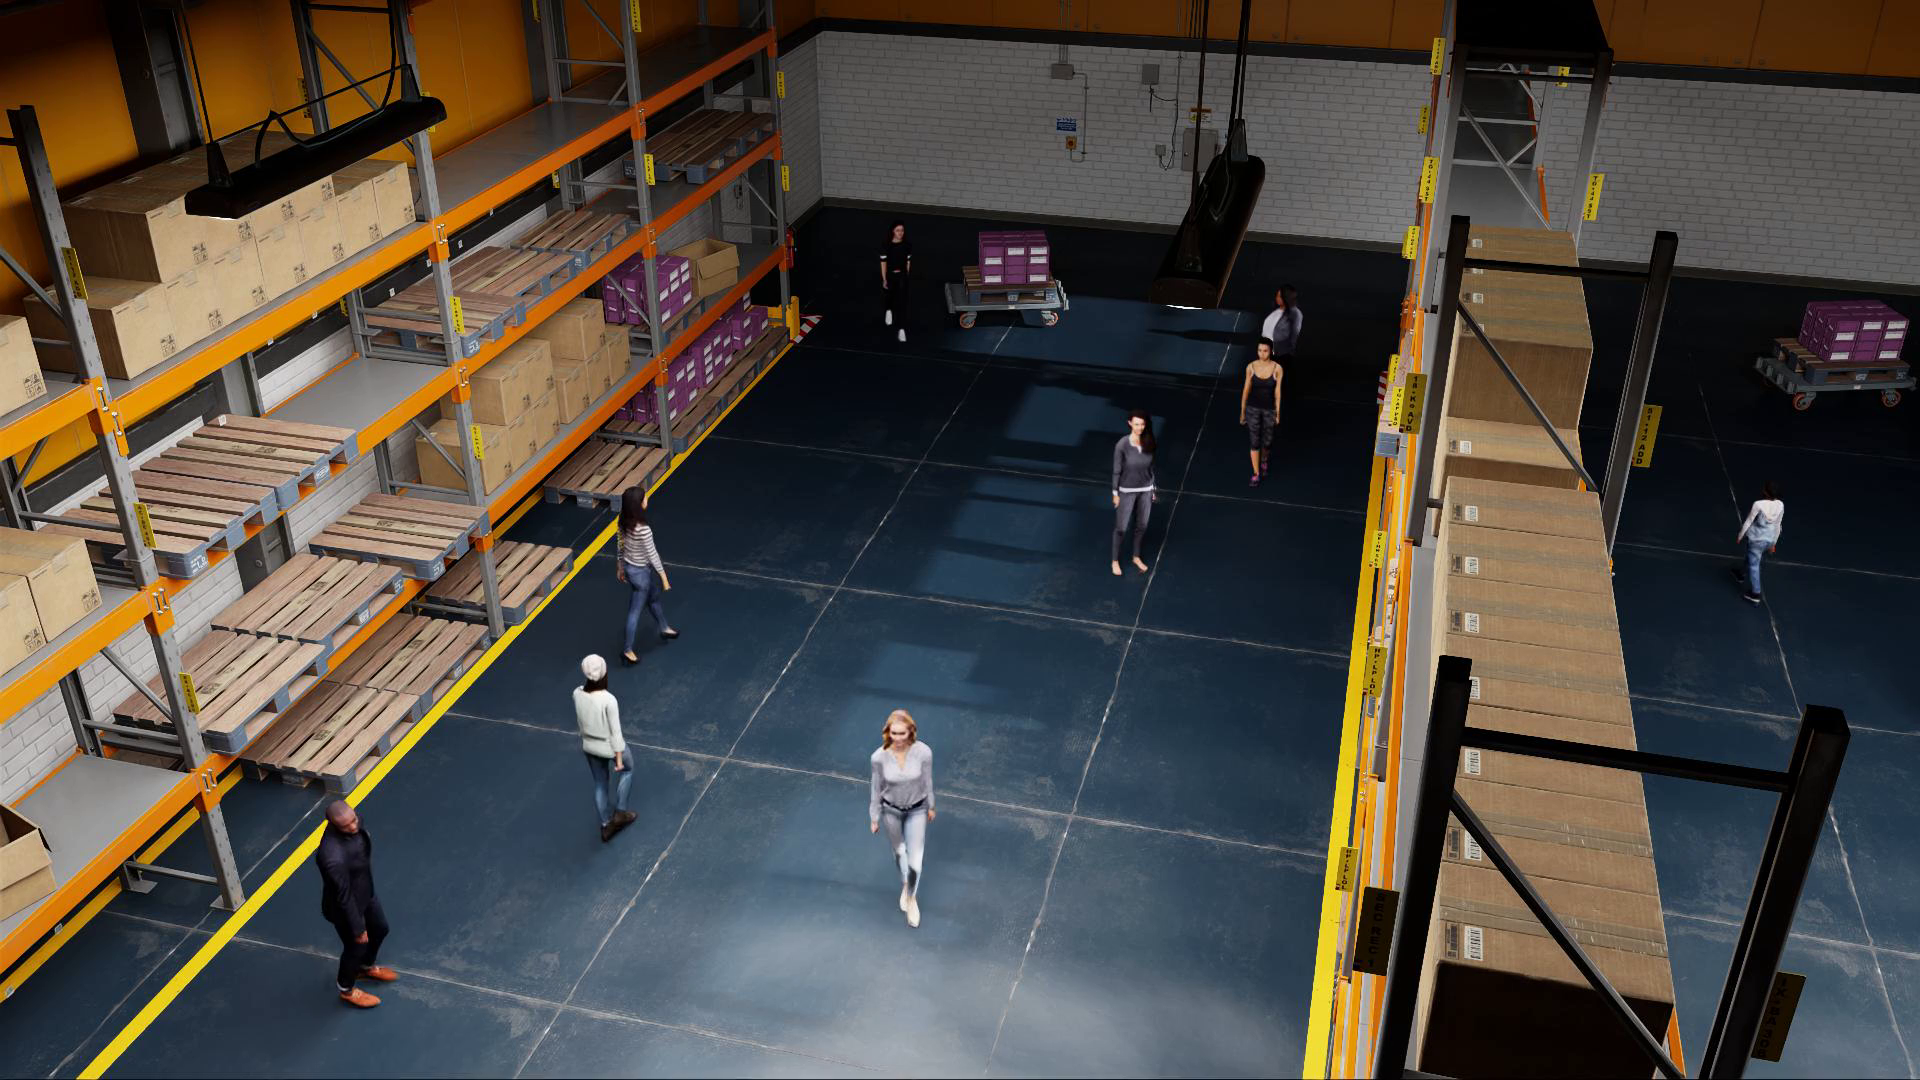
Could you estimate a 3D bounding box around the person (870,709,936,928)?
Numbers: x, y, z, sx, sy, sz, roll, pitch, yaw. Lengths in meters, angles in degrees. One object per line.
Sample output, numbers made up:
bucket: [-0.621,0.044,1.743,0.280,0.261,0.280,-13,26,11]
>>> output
person: [-0.408,1.944,12.145,0.708,1.781,0.762,0,29,1]

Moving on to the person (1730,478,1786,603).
person: [7.832,0.014,16.254,0.706,1.235,0.922,-5,29,-9]

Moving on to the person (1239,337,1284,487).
person: [3.359,-1.453,18.435,0.599,1.721,0.662,9,30,16]

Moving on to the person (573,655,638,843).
person: [-2.799,1.639,12.853,0.616,1.638,0.639,11,30,19]

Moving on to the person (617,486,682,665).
person: [-2.984,0.375,15.042,1.060,1.762,0.923,-25,37,-37]

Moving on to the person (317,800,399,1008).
person: [-4.162,2.441,11.236,0.846,1.780,0.690,-4,29,-8]

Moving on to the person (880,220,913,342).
person: [-0.892,-3.544,22.398,0.944,1.598,1.228,-5,29,-9]

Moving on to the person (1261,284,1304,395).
person: [3.943,-2.354,20.227,0.921,1.588,0.861,-18,33,-30]

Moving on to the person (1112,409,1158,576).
person: [1.735,-0.497,16.635,0.689,1.768,0.709,-10,30,-18]
